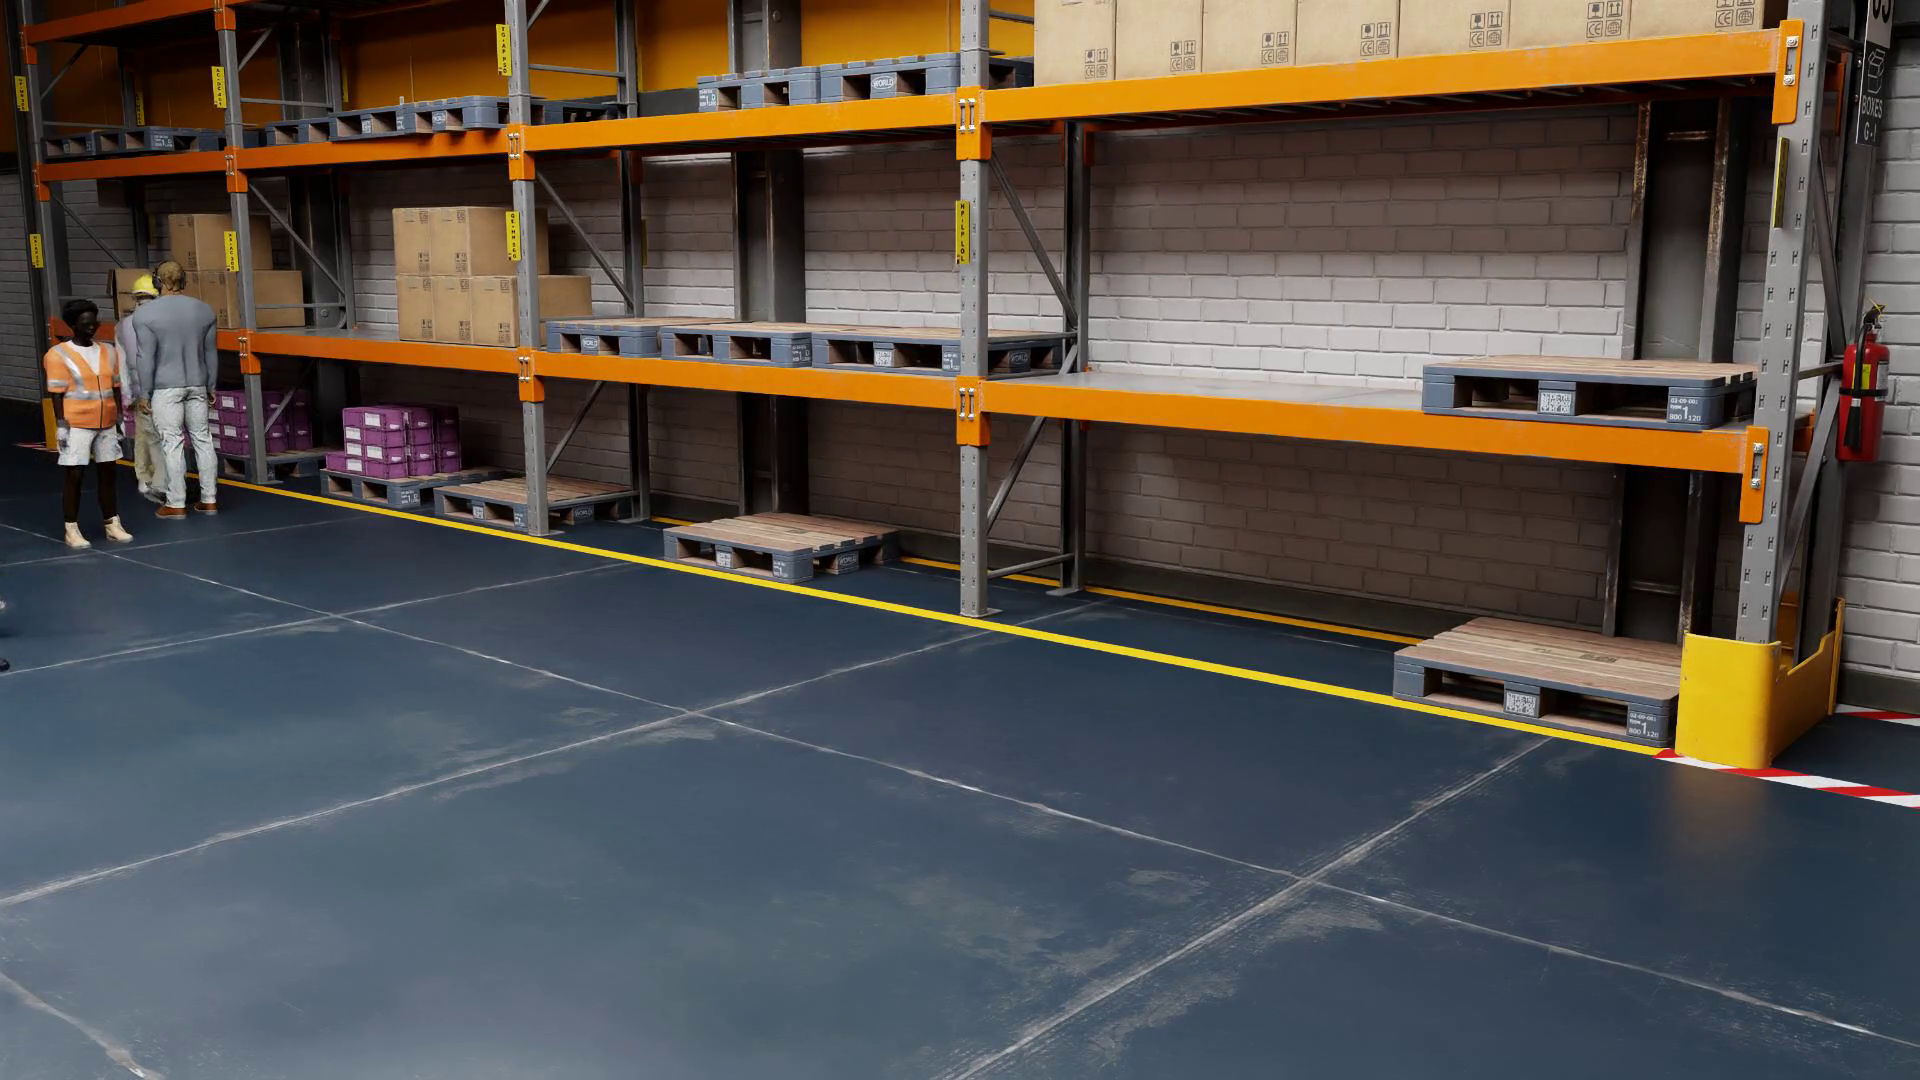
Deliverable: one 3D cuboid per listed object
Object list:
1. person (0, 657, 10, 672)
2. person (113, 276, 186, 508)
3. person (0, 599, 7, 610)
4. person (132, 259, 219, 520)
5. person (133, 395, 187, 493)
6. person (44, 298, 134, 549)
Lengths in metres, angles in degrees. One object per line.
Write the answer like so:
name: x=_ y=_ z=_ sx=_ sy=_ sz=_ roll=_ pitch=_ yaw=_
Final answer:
person: x=-4.857 y=-0.273 z=7.735 sx=0.565 sy=1.897 sz=0.587 roll=-3 pitch=10 yaw=-16
person: x=-6.278 y=-1.132 z=12.947 sx=0.637 sy=1.802 sz=0.668 roll=2 pitch=10 yaw=11
person: x=-5.227 y=-0.316 z=8.584 sx=0.368 sy=1.680 sz=0.553 roll=-2 pitch=10 yaw=-12
person: x=-5.855 y=-1.122 z=12.461 sx=0.372 sy=1.940 sz=0.630 roll=7 pitch=12 yaw=35
person: x=-6.675 y=-1.198 z=13.788 sx=0.277 sy=1.629 sz=0.496 roll=7 pitch=12 yaw=35
person: x=-5.897 y=-0.784 z=11.254 sx=0.320 sy=1.688 sz=0.534 roll=5 pitch=11 yaw=27
